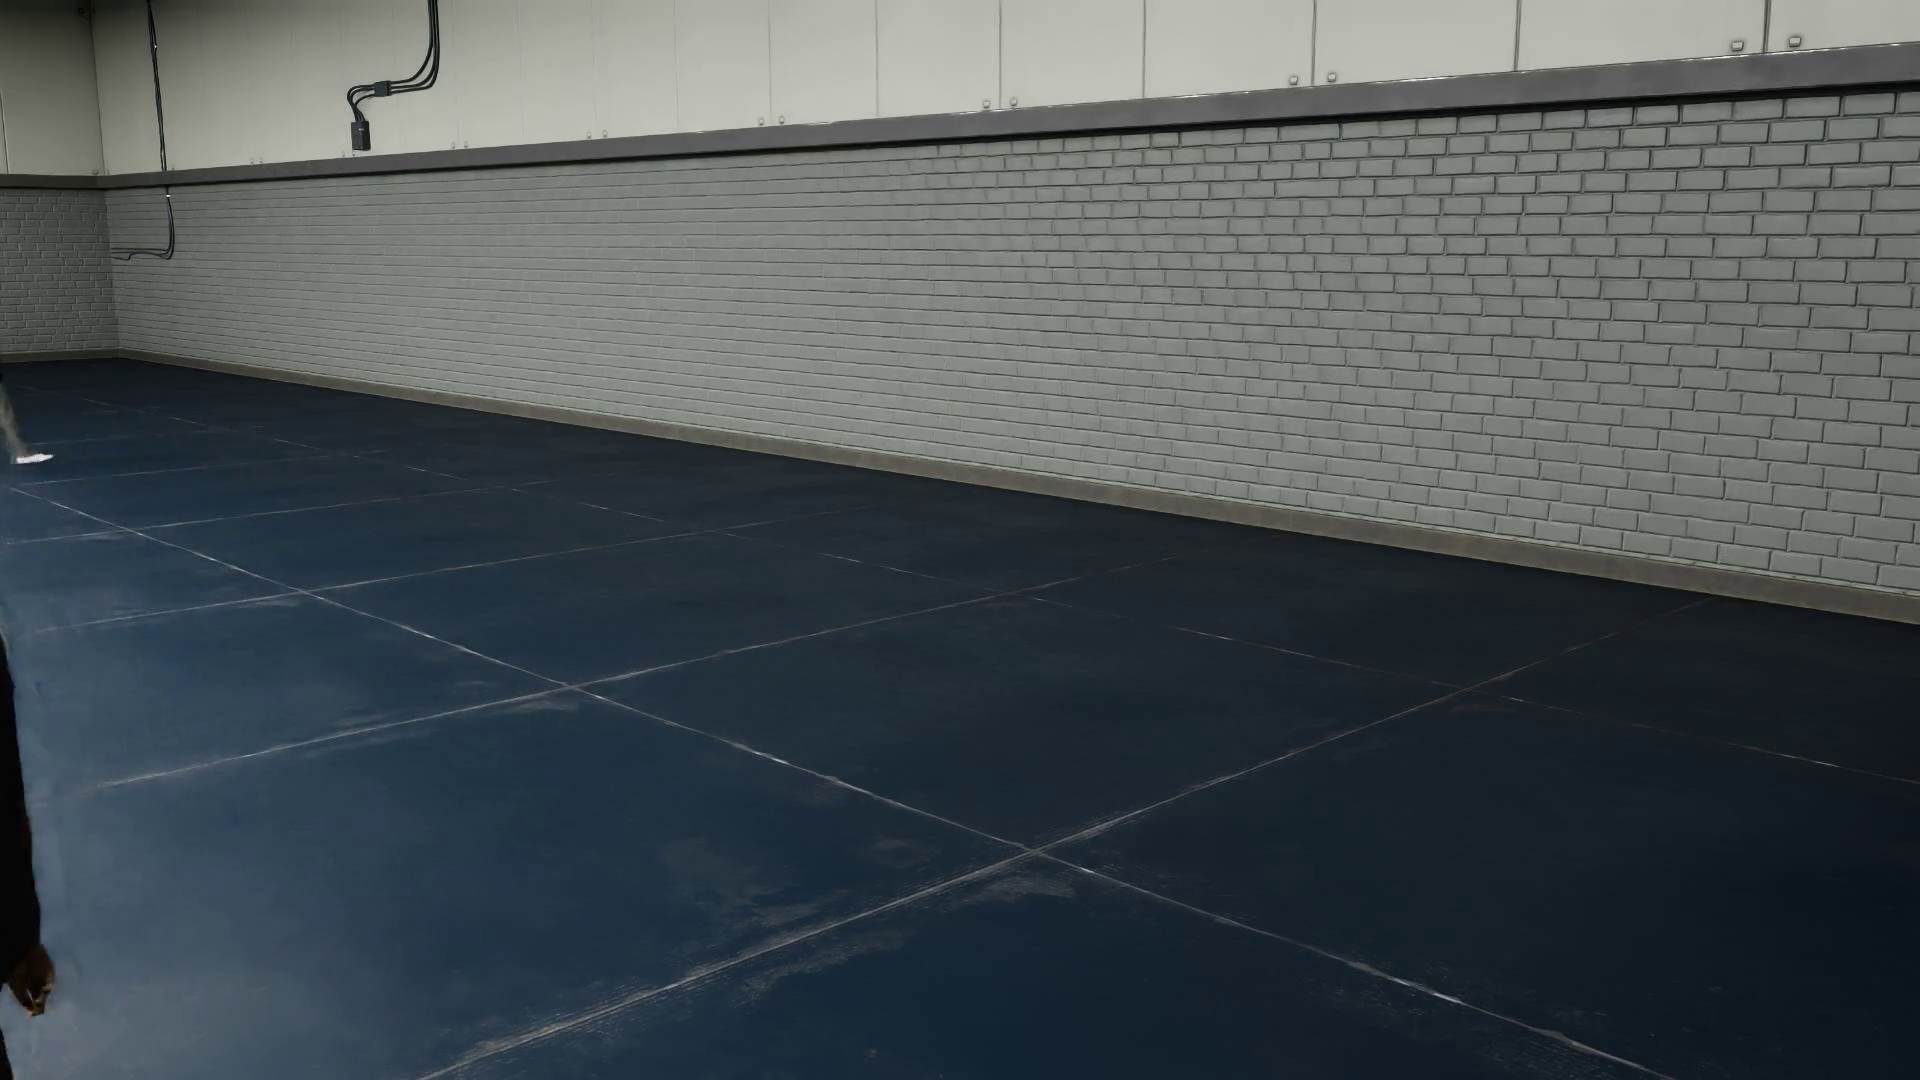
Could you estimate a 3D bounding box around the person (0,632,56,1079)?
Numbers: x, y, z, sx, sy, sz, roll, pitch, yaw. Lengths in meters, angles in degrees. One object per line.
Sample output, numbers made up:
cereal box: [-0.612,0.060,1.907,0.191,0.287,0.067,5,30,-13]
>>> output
person: [-1.678,0.706,2.825,0.915,1.813,0.517,-3,11,-14]

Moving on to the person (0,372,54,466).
person: [-8.965,-1.590,15.176,0.994,1.878,0.590,-9,14,-40]
